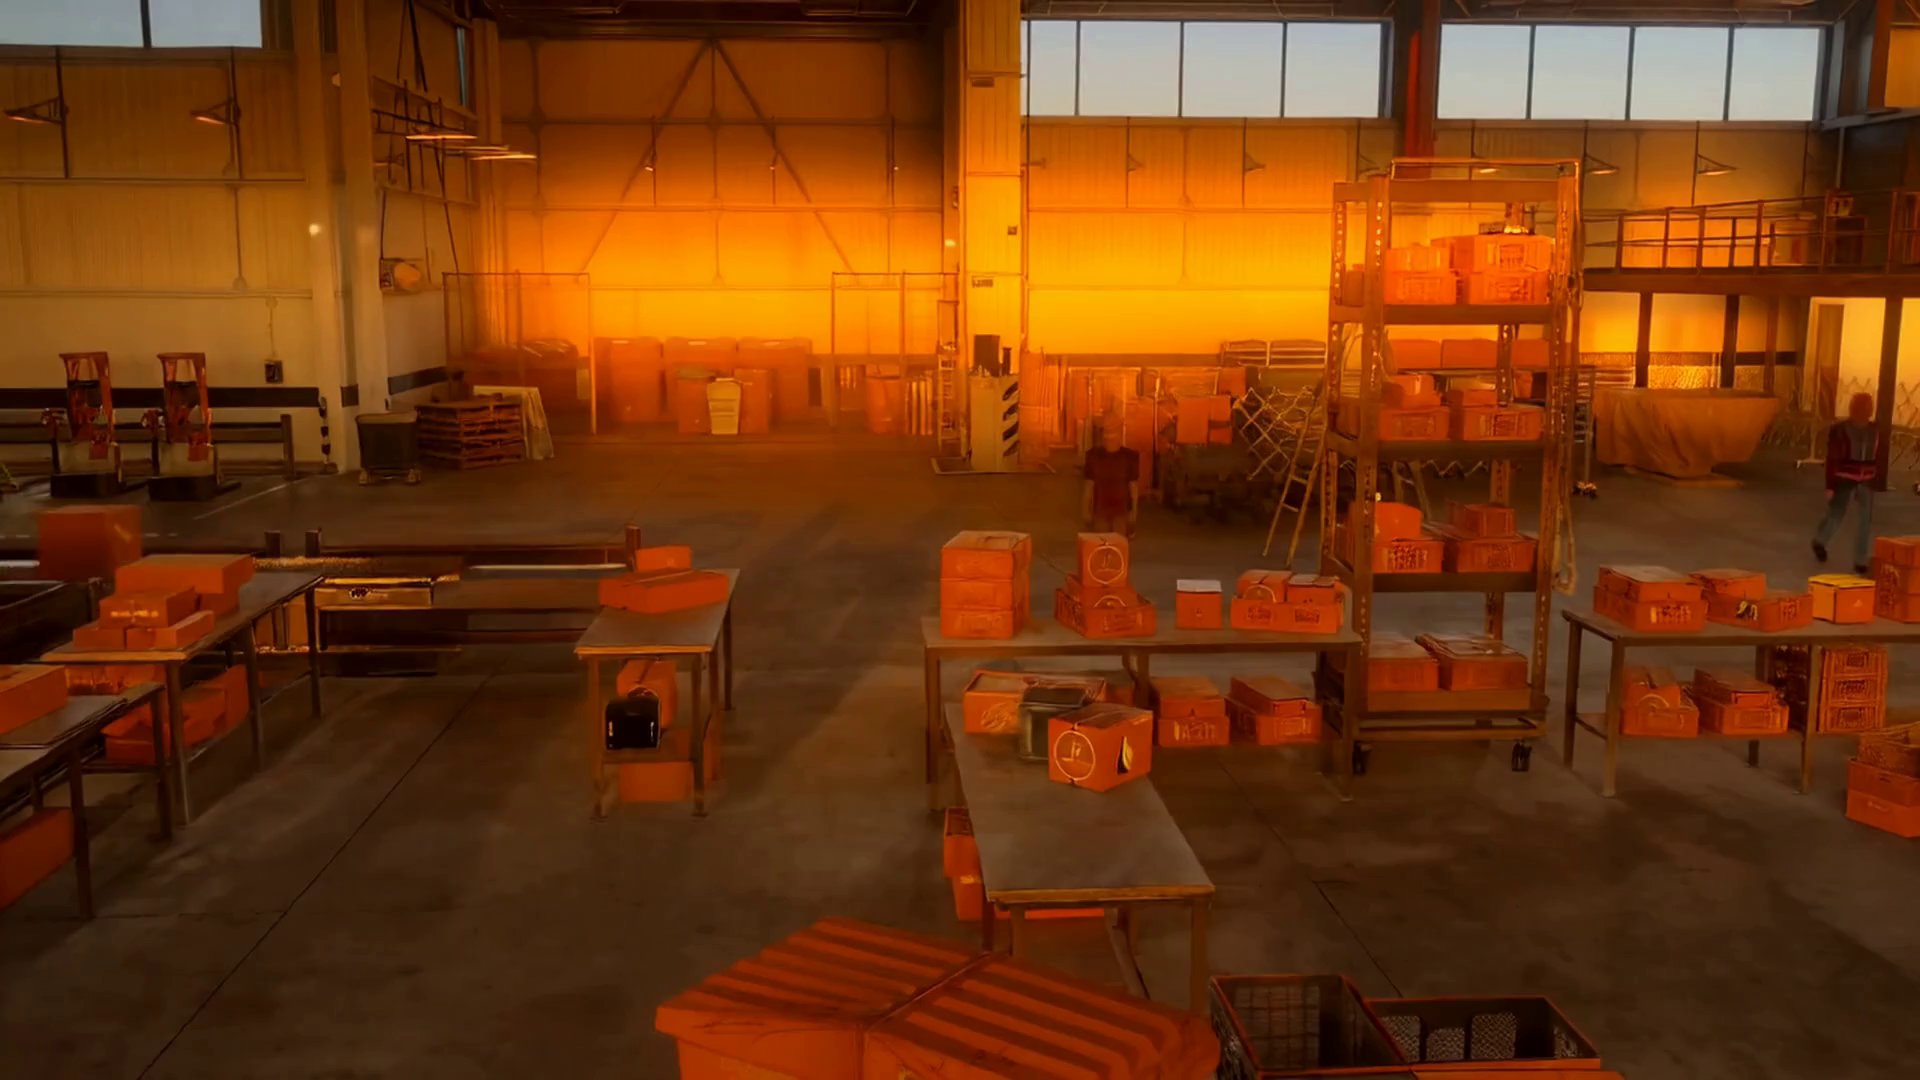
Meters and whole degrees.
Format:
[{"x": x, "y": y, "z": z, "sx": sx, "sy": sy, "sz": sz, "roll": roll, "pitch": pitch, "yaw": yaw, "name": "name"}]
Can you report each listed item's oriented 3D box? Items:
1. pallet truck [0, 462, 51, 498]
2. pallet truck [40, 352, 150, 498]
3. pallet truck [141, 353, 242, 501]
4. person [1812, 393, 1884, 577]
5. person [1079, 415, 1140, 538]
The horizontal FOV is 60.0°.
[{"x": -13.193, "y": -1.293, "z": 23.148, "sx": 0.653, "sy": 1.274, "sz": 1.630, "roll": -1, "pitch": 9, "yaw": -4, "name": "pallet truck"}, {"x": -11.907, "y": -1.642, "z": 23.165, "sx": 0.823, "sy": 1.965, "sz": 1.885, "roll": 0, "pitch": 9, "yaw": 0, "name": "pallet truck"}, {"x": -10.520, "y": -1.604, "z": 22.925, "sx": 0.823, "sy": 1.965, "sz": 1.885, "roll": -1, "pitch": 9, "yaw": -6, "name": "pallet truck"}, {"x": 9.101, "y": -0.589, "z": 17.024, "sx": 0.579, "sy": 1.859, "sz": 0.871, "roll": 0, "pitch": 9, "yaw": 1, "name": "person"}, {"x": 1.308, "y": -0.185, "z": 14.571, "sx": 0.505, "sy": 1.817, "sz": 0.990, "roll": 2, "pitch": 9, "yaw": 10, "name": "person"}]
